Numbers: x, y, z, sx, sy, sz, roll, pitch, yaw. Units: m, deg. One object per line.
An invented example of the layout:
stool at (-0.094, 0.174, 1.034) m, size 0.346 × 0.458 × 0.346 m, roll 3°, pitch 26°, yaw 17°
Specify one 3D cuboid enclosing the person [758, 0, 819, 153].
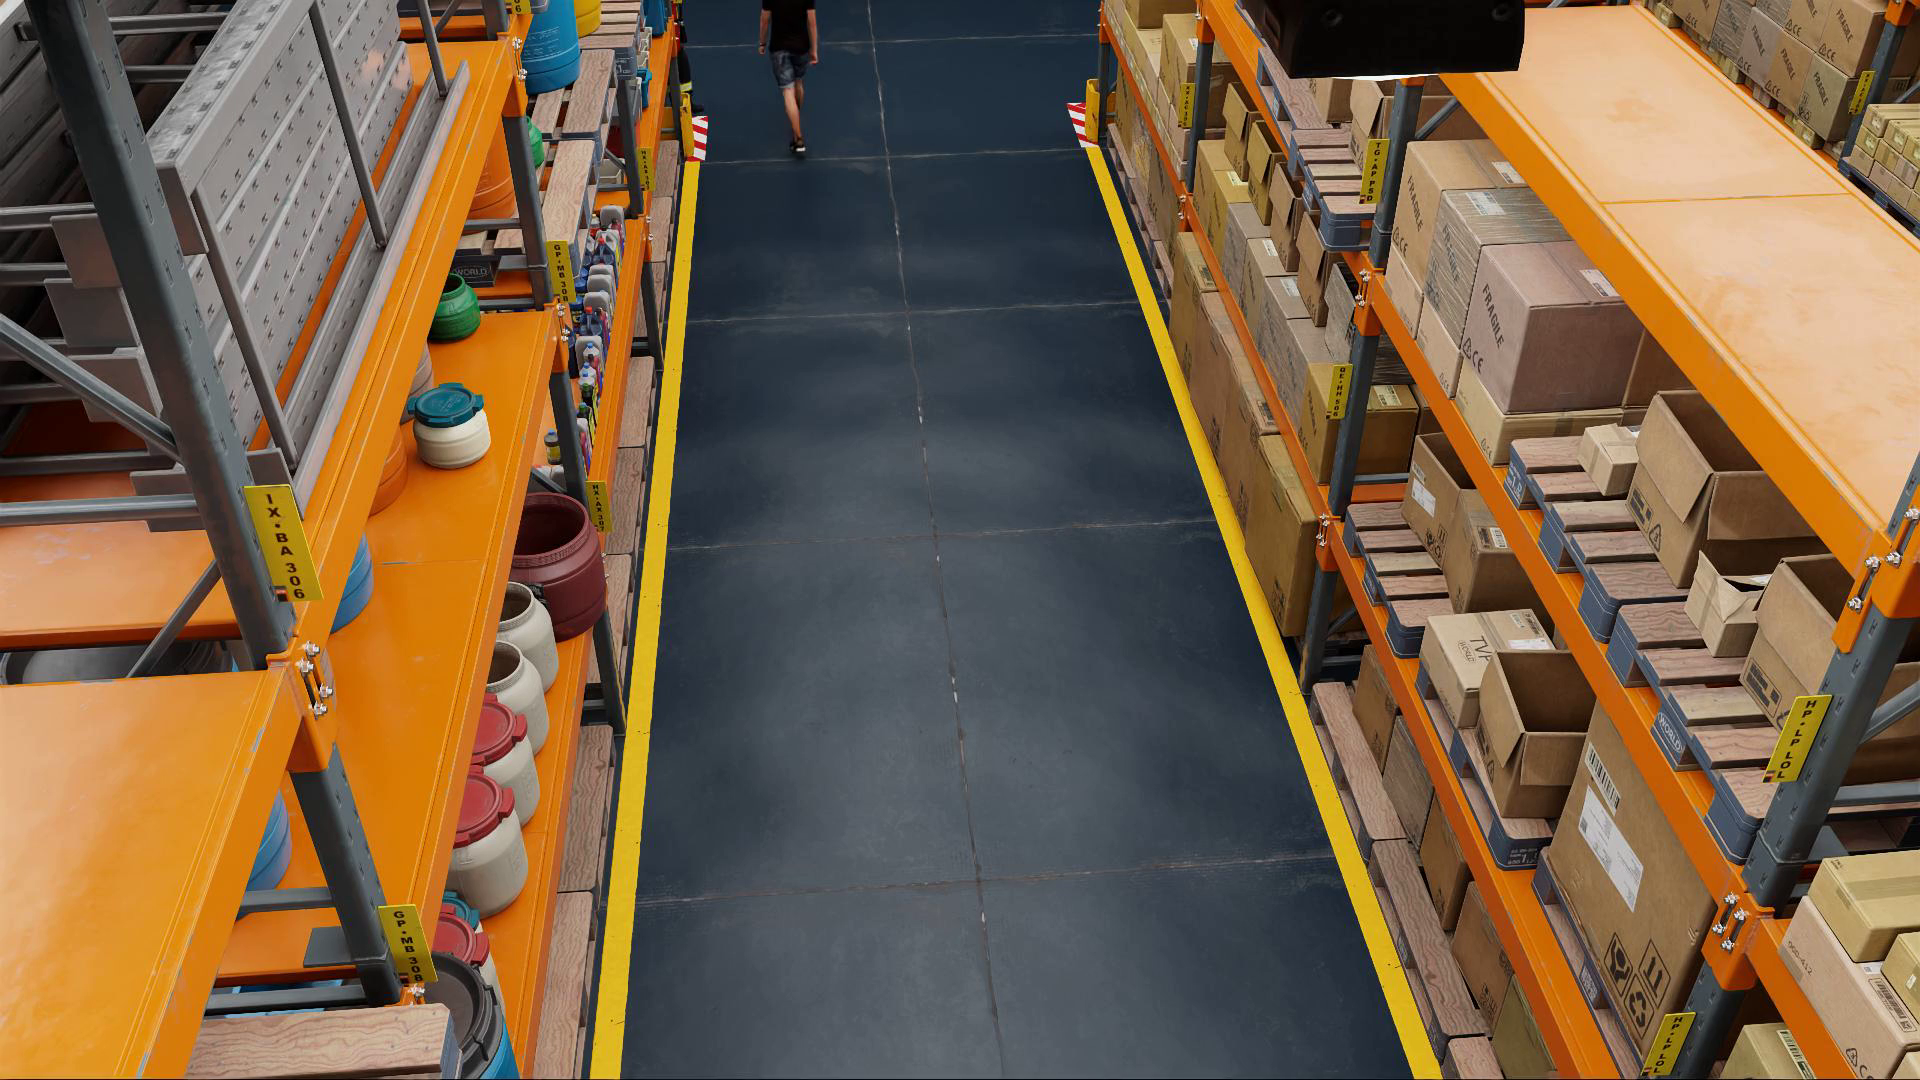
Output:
person at (-1.569, -4.508, 15.453) m, size 0.860 × 1.807 × 1.244 m, roll -11°, pitch 39°, yaw -14°
